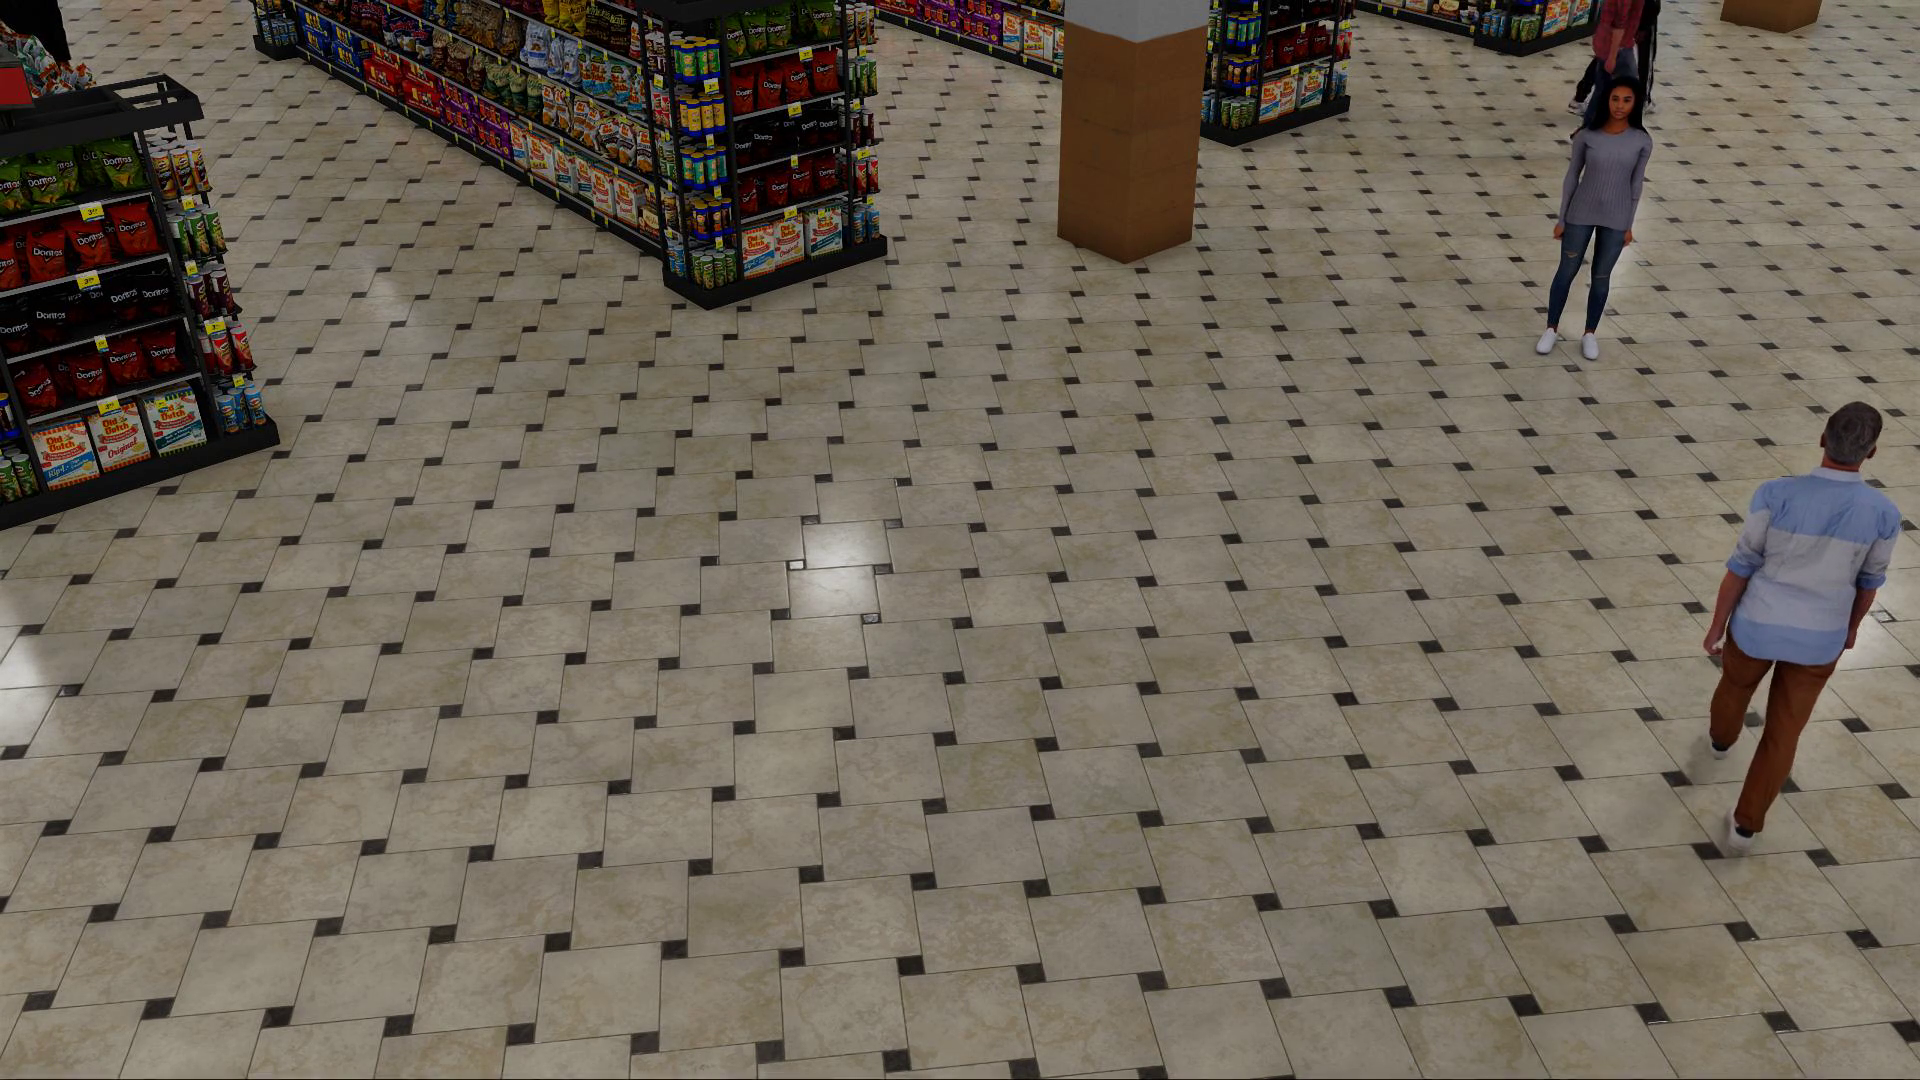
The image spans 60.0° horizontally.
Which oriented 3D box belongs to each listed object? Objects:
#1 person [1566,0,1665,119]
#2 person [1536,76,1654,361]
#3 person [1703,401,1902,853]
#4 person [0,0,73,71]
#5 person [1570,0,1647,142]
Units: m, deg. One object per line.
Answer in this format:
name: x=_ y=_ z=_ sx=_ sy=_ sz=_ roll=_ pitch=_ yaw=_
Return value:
person: x=5.583 y=-4.409 z=14.000 sx=0.931 sy=1.801 sz=1.171 roll=-13 pitch=34 yaw=-20
person: x=3.876 y=-1.956 z=10.119 sx=0.645 sy=1.736 sz=0.750 roll=9 pitch=33 yaw=14
person: x=3.132 y=0.380 z=6.307 sx=1.139 sy=1.796 sz=1.060 roll=13 pitch=34 yaw=20
person: x=-7.216 y=-3.792 z=12.992 sx=0.789 sy=1.818 sz=0.812 roll=-2 pitch=32 yaw=-3
person: x=5.105 y=-3.928 z=13.213 sx=0.904 sy=1.815 sz=0.851 roll=4 pitch=32 yaw=7
